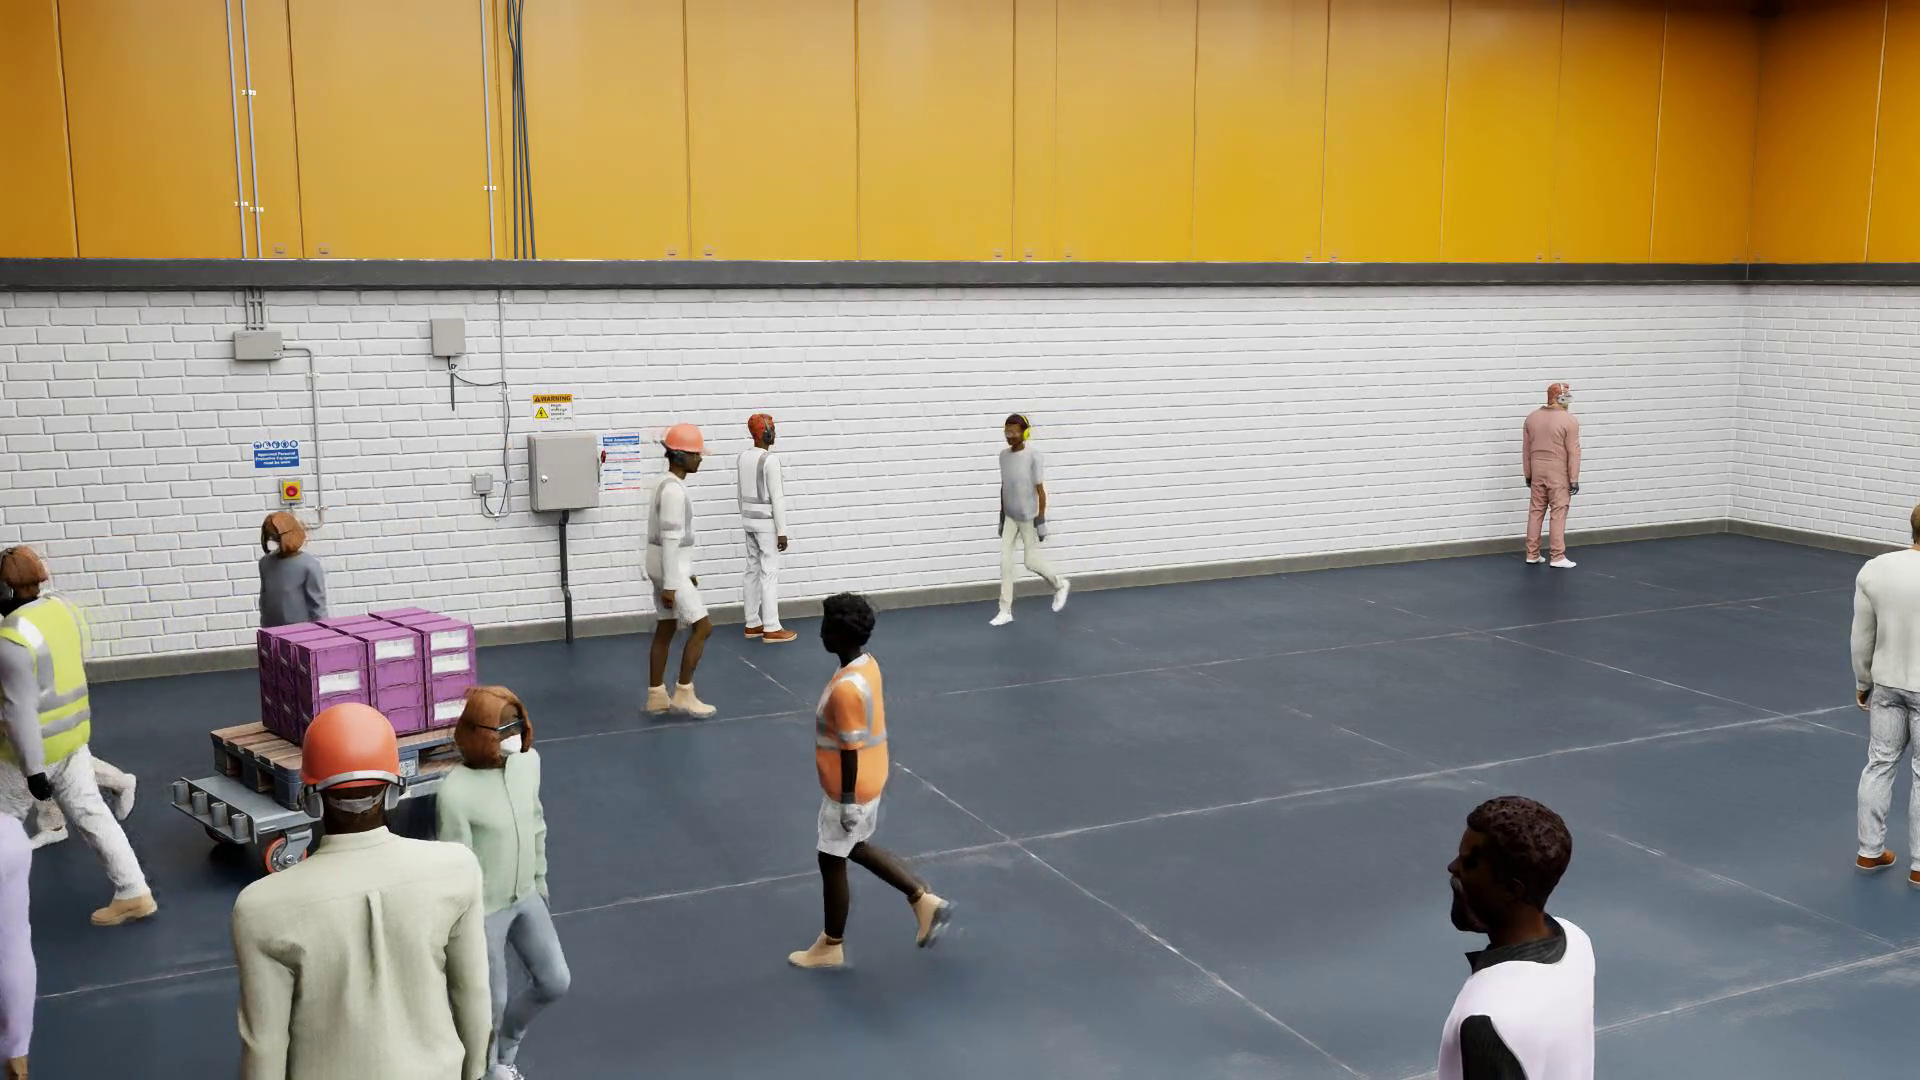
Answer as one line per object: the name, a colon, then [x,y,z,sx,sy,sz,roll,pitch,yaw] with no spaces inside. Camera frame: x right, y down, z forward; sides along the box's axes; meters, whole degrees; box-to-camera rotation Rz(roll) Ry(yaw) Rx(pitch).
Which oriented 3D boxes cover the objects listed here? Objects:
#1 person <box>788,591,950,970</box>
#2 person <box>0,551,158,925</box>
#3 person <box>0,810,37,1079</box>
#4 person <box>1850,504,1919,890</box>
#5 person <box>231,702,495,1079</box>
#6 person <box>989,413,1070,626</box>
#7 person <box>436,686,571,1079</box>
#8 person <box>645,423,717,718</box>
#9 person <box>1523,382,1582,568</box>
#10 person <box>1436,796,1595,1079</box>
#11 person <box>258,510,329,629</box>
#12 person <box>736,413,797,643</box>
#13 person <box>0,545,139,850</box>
person: [-0.411,1.045,7.174,0.626,1.682,0.543,1,9,8]
person: [-4.196,0.930,7.591,0.931,1.793,0.614,0,9,0]
person: [-2.805,1.377,4.460,0.645,1.909,0.849,-6,11,-34]
person: [4.735,0.751,8.230,0.357,1.937,0.637,-6,11,-32]
person: [-1.464,1.382,4.138,0.612,1.995,0.382,-7,11,-36]
person: [0.585,-0.201,14.452,0.537,1.847,0.811,8,12,42]
person: [-1.591,1.296,5.824,0.343,1.618,0.528,5,10,26]
person: [-1.883,0.217,11.283,0.627,2.016,0.627,-3,10,-16]
person: [6.117,-0.668,17.136,0.403,1.904,0.651,-6,11,-33]
person: [1.207,1.495,3.667,0.391,1.922,0.590,5,11,30]
person: [-4.018,0.602,10.161,0.498,1.613,0.559,5,10,26]
person: [-1.608,-0.099,13.671,0.355,1.885,0.574,-8,12,-41]
person: [-4.765,0.810,8.822,0.553,1.619,0.546,6,11,34]
